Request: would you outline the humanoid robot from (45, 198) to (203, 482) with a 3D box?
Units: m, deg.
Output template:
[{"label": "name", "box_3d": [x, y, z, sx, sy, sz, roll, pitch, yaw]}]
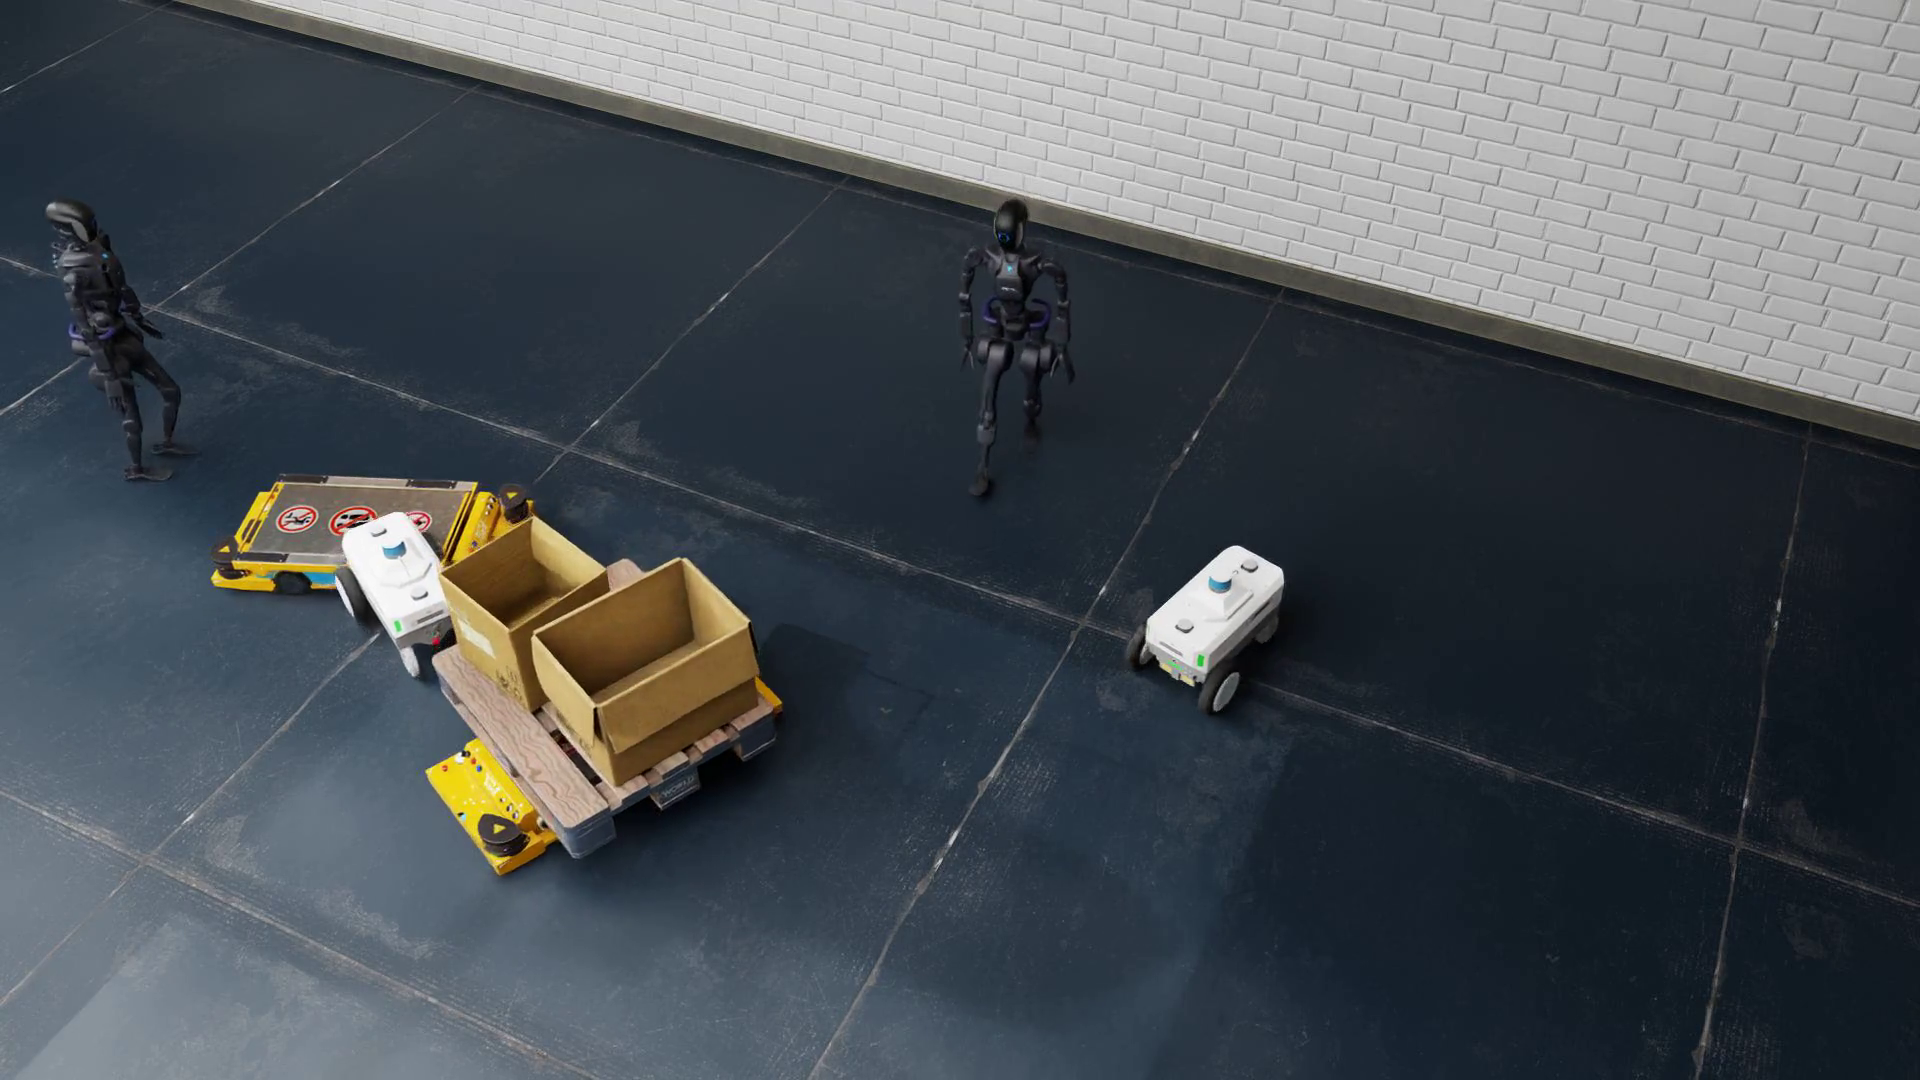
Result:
[{"label": "humanoid robot", "box_3d": [-4.225, -0.976, 8.276, 0.387, 1.642, 0.591, -4, 43, -5]}]

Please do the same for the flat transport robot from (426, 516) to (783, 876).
[{"label": "flat transport robot", "box_3d": [-1.551, 0.860, 7.327, 1.431, 0.231, 0.659, -29, 50, -28]}]

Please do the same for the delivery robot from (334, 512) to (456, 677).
[{"label": "delivery robot", "box_3d": [-2.615, 0.207, 7.824, 0.499, 0.599, 0.784, -25, 49, -25]}]

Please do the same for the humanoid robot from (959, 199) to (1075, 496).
[{"label": "humanoid robot", "box_3d": [0.281, -0.981, 8.306, 0.610, 1.622, 0.748, 8, 43, 9]}]

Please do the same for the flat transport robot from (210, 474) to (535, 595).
[{"label": "flat transport robot", "box_3d": [-2.907, -0.014, 8.271, 1.431, 0.231, 0.659, 2, 43, 3]}]

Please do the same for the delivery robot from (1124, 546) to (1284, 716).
[{"label": "delivery robot", "box_3d": [1.149, 0.391, 7.636, 0.499, 0.613, 0.796, 31, 51, 29]}]
